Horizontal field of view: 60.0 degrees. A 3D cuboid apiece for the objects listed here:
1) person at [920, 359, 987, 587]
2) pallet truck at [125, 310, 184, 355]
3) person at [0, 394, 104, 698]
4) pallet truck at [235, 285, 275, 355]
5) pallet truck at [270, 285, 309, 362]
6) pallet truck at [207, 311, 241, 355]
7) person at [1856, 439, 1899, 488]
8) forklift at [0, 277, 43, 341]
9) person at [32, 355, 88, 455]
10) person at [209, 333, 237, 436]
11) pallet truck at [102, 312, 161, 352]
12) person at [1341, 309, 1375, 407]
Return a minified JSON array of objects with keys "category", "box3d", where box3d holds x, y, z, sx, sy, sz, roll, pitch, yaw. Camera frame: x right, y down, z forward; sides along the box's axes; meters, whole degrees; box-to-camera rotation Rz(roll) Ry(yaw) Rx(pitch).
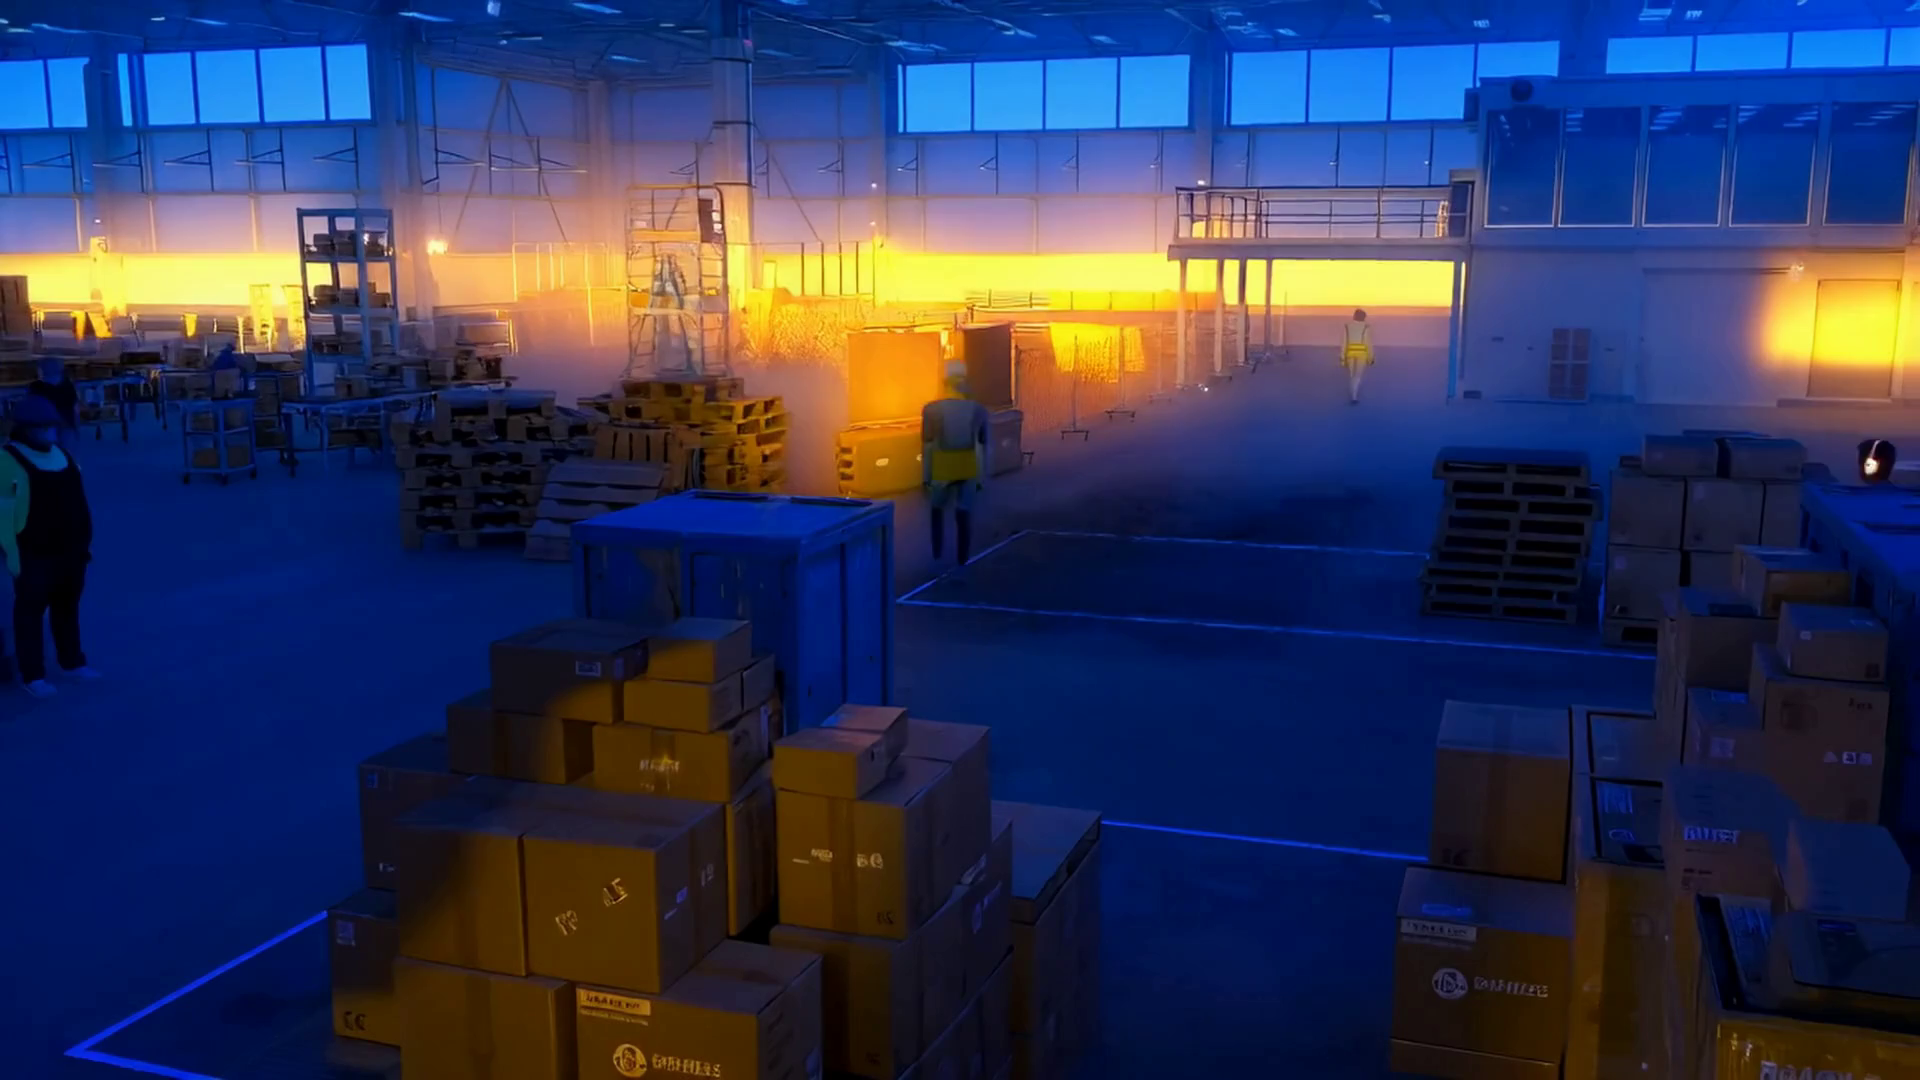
[{"category":"person","box3d":[-0.092,-0.621,15.000,0.646,2.013,0.854,-3,10,-15]},{"category":"pallet truck","box3d":[-22.038,-5.665,45.457,0.704,1.261,1.522,3,11,17]},{"category":"person","box3d":[-6.160,0.029,11.277,0.539,2.000,0.689,3,11,17]},{"category":"pallet truck","box3d":[-18.327,-5.835,44.421,0.823,1.965,1.885,4,11,23]},{"category":"pallet truck","box3d":[-17.147,-5.700,43.663,0.823,1.965,1.885,3,11,17]},{"category":"pallet truck","box3d":[-19.537,-5.575,44.913,0.653,1.274,1.630,3,11,19]},{"category":"person","box3d":[5.691,0.276,10.503,0.526,1.820,0.958,-7,12,-36]},{"category":"forklift","box3d":[-27.151,-6.329,46.328,1.157,1.987,2.680,3,11,17]},{"category":"person","box3d":[-9.834,-1.110,18.245,0.413,1.843,0.586,5,11,26]},{"category":"person","box3d":[-10.698,-2.124,24.174,0.324,1.769,0.523,1,10,3]},{"category":"pallet truck","box3d":[-23.057,-5.777,46.261,0.680,1.201,1.601,3,11,19]},{"category":"person","box3d":[7.501,-3.440,31.407,0.589,1.841,0.974,6,12,30]}]
